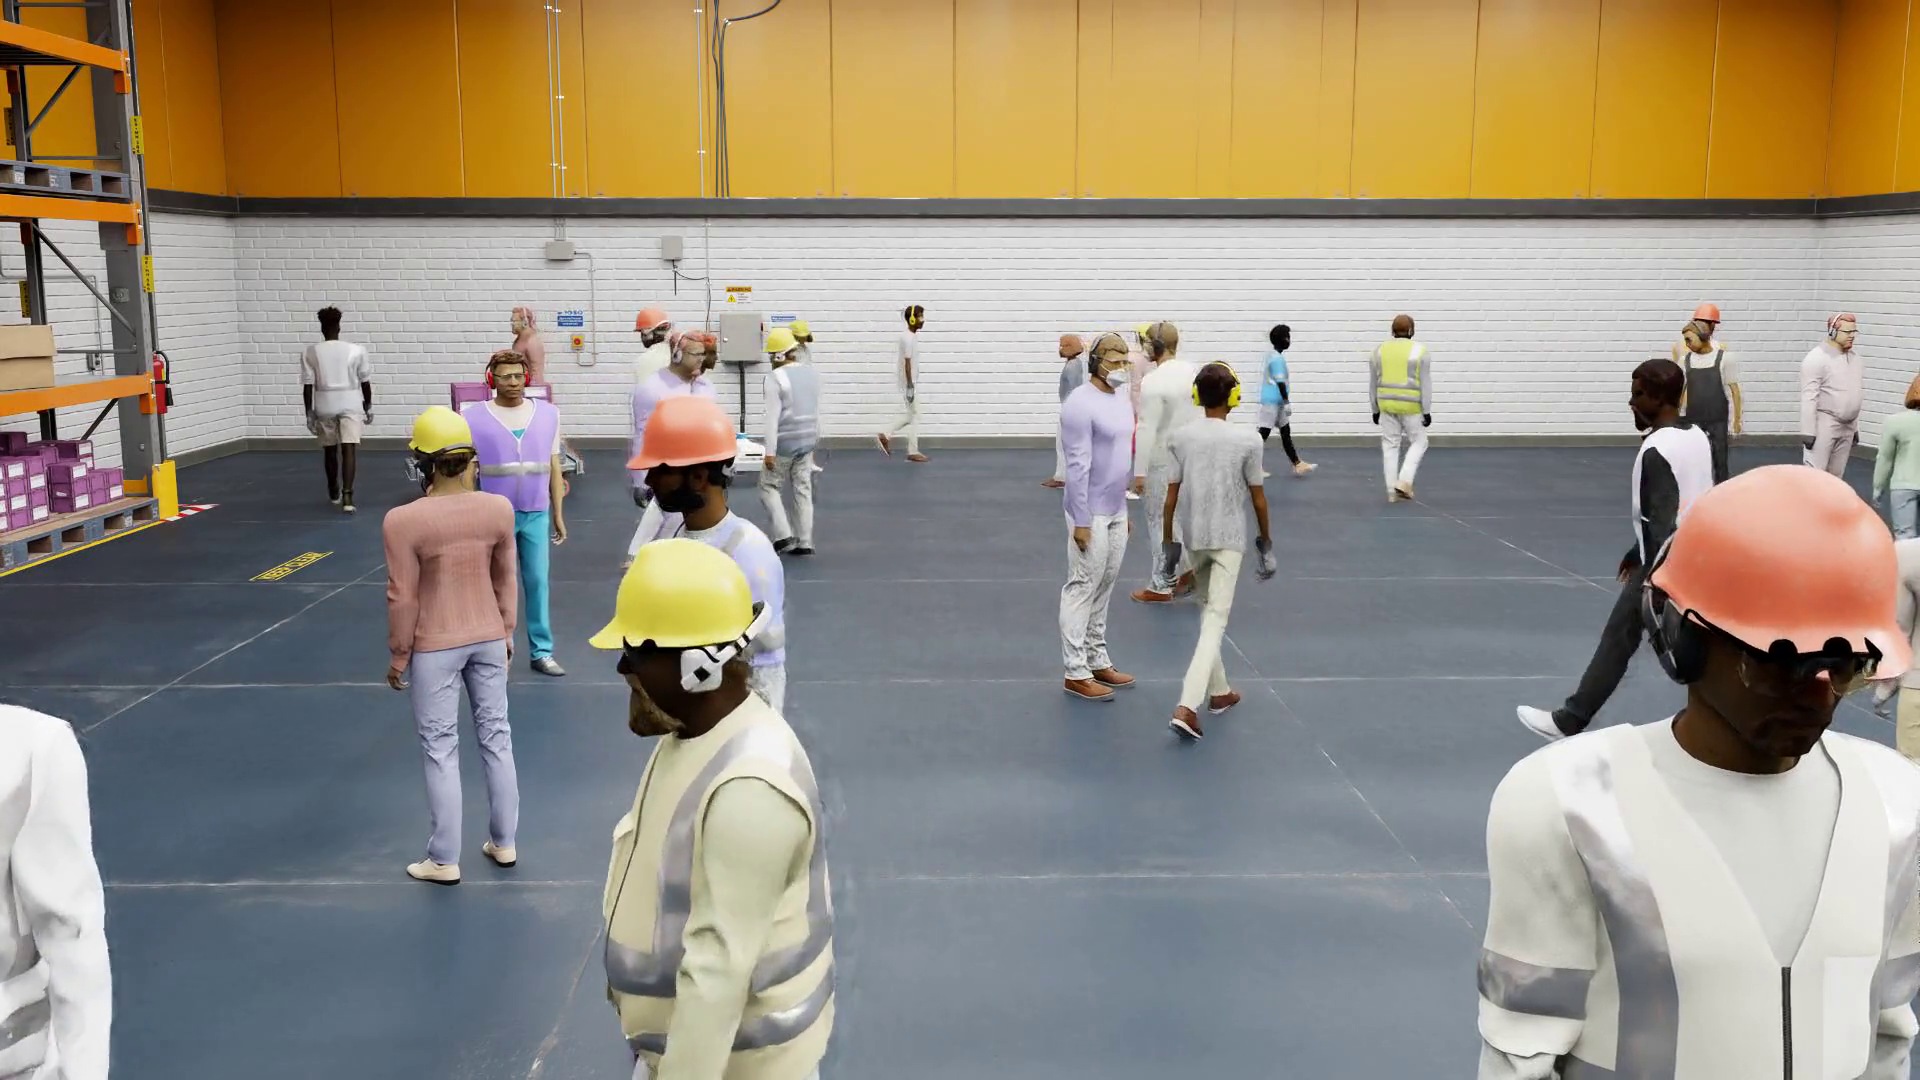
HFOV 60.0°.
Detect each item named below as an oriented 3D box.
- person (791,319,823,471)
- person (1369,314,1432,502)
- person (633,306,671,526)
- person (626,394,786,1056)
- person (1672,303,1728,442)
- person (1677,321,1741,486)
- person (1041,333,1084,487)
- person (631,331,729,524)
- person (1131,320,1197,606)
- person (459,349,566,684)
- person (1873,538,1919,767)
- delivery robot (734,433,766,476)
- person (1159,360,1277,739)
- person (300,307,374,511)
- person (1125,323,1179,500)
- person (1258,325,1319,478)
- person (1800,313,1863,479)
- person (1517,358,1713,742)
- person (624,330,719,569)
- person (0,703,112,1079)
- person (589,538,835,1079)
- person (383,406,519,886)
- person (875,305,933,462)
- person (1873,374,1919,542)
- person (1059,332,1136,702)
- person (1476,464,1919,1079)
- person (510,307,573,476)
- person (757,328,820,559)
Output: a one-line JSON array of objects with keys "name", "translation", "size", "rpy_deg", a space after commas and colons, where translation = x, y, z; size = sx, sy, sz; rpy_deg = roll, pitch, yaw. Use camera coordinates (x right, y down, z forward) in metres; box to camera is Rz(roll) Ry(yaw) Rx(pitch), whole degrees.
[{"name": "person", "translation": [-1.841, -1.606, 18.538], "size": [0.514, 1.710, 0.508], "rpy_deg": [3, 10, 20]}, {"name": "person", "translation": [4.263, -1.267, 16.108], "size": [0.660, 1.831, 0.435], "rpy_deg": [7, 12, 38]}, {"name": "person", "translation": [-2.334, -0.851, 13.129], "size": [0.513, 1.971, 0.614], "rpy_deg": [7, 12, 37]}, {"name": "person", "translation": [-0.697, 0.563, 4.587], "size": [0.375, 1.934, 0.547], "rpy_deg": [-7, 12, -36]}, {"name": "person", "translation": [7.278, -1.358, 16.387], "size": [0.381, 1.929, 0.542], "rpy_deg": [-9, 13, -43]}, {"name": "person", "translation": [6.801, -1.078, 15.079], "size": [0.611, 1.800, 0.459], "rpy_deg": [8, 12, 39]}, {"name": "person", "translation": [1.195, -1.332, 17.167], "size": [0.653, 1.614, 0.508], "rpy_deg": [3, 10, 17]}, {"name": "person", "translation": [-1.700, -0.391, 10.645], "size": [0.925, 1.861, 0.657], "rpy_deg": [7, 12, 37]}, {"name": "person", "translation": [1.354, -0.502, 11.136], "size": [0.428, 1.928, 0.654], "rpy_deg": [6, 11, 33]}, {"name": "person", "translation": [-2.462, -0.130, 9.139], "size": [0.563, 1.839, 0.384], "rpy_deg": [-6, 11, -34]}, {"name": "person", "translation": [3.408, 0.531, 5.699], "size": [0.497, 1.634, 0.279], "rpy_deg": [5, 11, 30]}, {"name": "delivery robot", "translation": [-2.267, -0.871, 17.312], "size": [0.707, 0.478, 0.477], "rpy_deg": [-1, 9, -7]}, {"name": "person", "translation": [1.239, 0.035, 8.179], "size": [0.522, 1.832, 0.958], "rpy_deg": [6, 11, 32]}, {"name": "person", "translation": [-5.885, -1.241, 15.740], "size": [0.609, 1.915, 1.022], "rpy_deg": [-3, 10, -15]}, {"name": "person", "translation": [1.865, -1.241, 16.239], "size": [0.733, 1.730, 0.561], "rpy_deg": [5, 11, 30]}, {"name": "person", "translation": [3.502, -1.479, 17.917], "size": [0.825, 1.655, 0.554], "rpy_deg": [1, 9, 8]}, {"name": "person", "translation": [7.320, -0.945, 13.949], "size": [0.644, 1.900, 0.403], "rpy_deg": [-5, 11, -28]}, {"name": "person", "translation": [3.117, 0.112, 7.573], "size": [1.010, 1.858, 0.590], "rpy_deg": [9, 13, 44]}, {"name": "person", "translation": [-2.023, -0.639, 12.313], "size": [1.010, 1.838, 0.642], "rpy_deg": [-2, 9, -12]}, {"name": "person", "translation": [-1.676, 0.923, 2.671], "size": [0.583, 1.836, 0.968], "rpy_deg": [-3, 10, -20]}, {"name": "person", "translation": [-0.544, 0.898, 2.964], "size": [0.867, 1.796, 0.596], "rpy_deg": [-4, 10, -22]}, {"name": "person", "translation": [-1.874, 0.389, 6.161], "size": [0.302, 1.772, 0.525], "rpy_deg": [9, 13, 43]}, {"name": "person", "translation": [-0.648, -1.830, 19.500], "size": [0.583, 1.852, 0.553], "rpy_deg": [0, 9, -2]}, {"name": "person", "translation": [6.378, -0.319, 11.078], "size": [0.508, 1.583, 0.863], "rpy_deg": [4, 10, 21]}, {"name": "person", "translation": [0.744, -0.131, 8.841], "size": [0.377, 1.936, 0.628], "rpy_deg": [5, 11, 30]}, {"name": "person", "translation": [0.962, 0.912, 2.137], "size": [0.606, 2.037, 0.382], "rpy_deg": [-1, 9, -9]}, {"name": "person", "translation": [-4.592, -1.566, 17.845], "size": [0.920, 1.870, 0.640], "rpy_deg": [-4, 10, -22]}, {"name": "person", "translation": [-1.339, -0.740, 12.961], "size": [0.455, 1.810, 0.610], "rpy_deg": [8, 12, 40]}]
